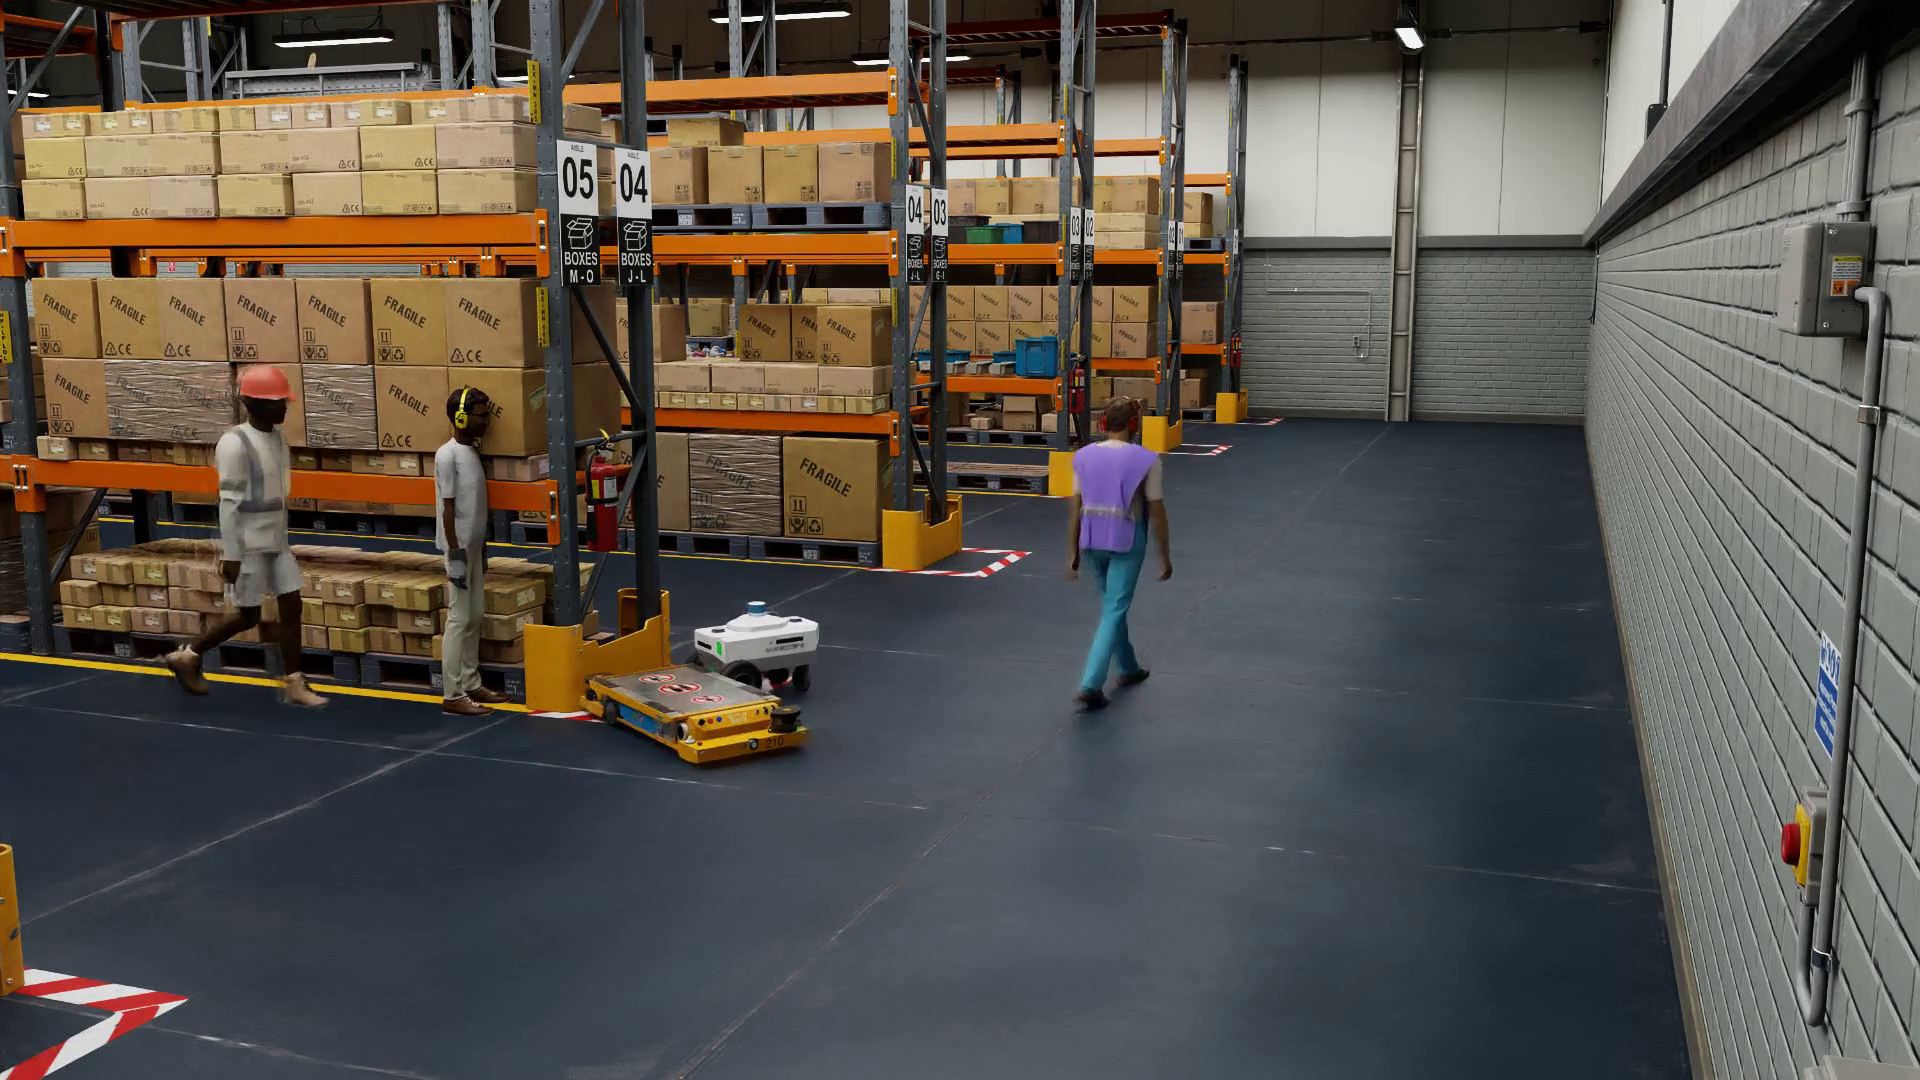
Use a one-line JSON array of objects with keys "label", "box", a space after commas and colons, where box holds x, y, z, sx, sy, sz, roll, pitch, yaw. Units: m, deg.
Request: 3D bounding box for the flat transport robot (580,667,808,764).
[{"label": "flat transport robot", "box": [-1.483, 0.918, 9.099, 0.652, 0.197, 1.431, -7, 11, -36]}]

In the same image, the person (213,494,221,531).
[{"label": "person", "box": [-5.999, -0.692, 13.929, 0.762, 1.941, 0.644, 7, 12, 38]}]

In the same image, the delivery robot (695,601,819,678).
[{"label": "delivery robot", "box": [-1.196, 0.608, 9.856, 0.707, 0.478, 0.477, -6, 11, -35]}]

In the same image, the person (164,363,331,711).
[{"label": "person", "box": [-4.087, -0.007, 9.464, 0.857, 2.014, 0.633, 2, 9, 10]}]

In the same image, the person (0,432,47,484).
[{"label": "person", "box": [-8.221, -0.795, 14.427, 0.377, 1.995, 0.608, 7, 11, 36]}]

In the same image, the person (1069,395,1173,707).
[{"label": "person", "box": [0.920, 0.052, 9.772, 0.588, 1.801, 0.980, 6, 11, 34]}]

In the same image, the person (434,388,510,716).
[{"label": "person", "box": [-2.805, 0.068, 9.474, 0.326, 1.860, 0.515, 1, 9, 3]}]
